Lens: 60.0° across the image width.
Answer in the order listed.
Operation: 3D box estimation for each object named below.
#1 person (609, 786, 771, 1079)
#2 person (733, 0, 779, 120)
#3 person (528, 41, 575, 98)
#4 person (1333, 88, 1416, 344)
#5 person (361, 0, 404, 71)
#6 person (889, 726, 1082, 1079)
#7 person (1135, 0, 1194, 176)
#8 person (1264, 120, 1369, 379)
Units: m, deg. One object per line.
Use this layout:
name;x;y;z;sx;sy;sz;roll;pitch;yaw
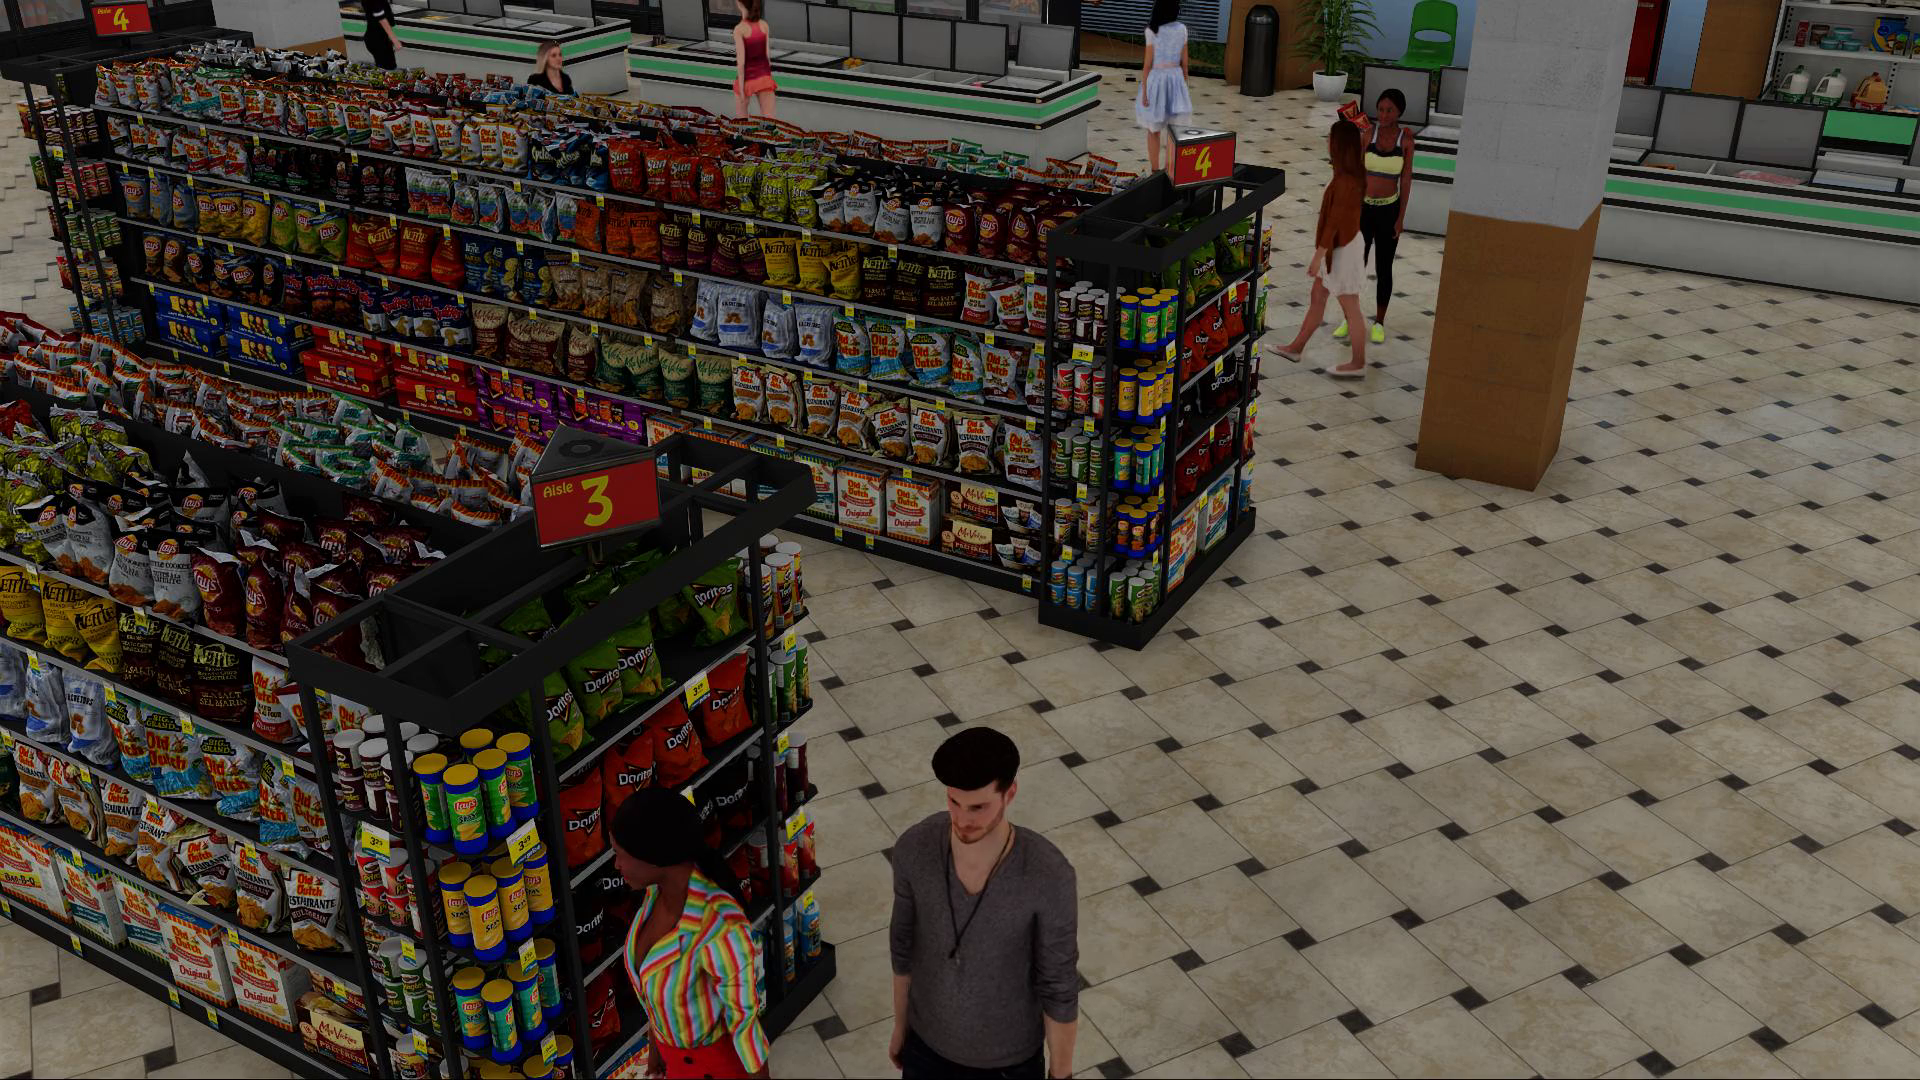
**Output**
person;-0.580;1.392;4.369;0.815;1.763;0.738;-21;33;-35
person;-1.863;-4.212;15.471;0.928;1.716;1.206;-16;31;-28
person;-3.330;-3.185;13.493;0.988;1.673;0.741;22;34;37
person;2.903;-2.256;11.571;0.480;1.755;0.634;11;29;21
person;-6.231;-5.306;17.720;0.805;1.633;0.735;-12;29;-22
person;0.078;1.290;4.442;1.067;1.879;0.848;9;28;18
person;1.853;-3.936;14.846;1.178;1.789;1.131;-2;27;-5
person;2.586;-1.860;10.857;0.996;1.694;0.763;9;28;17
